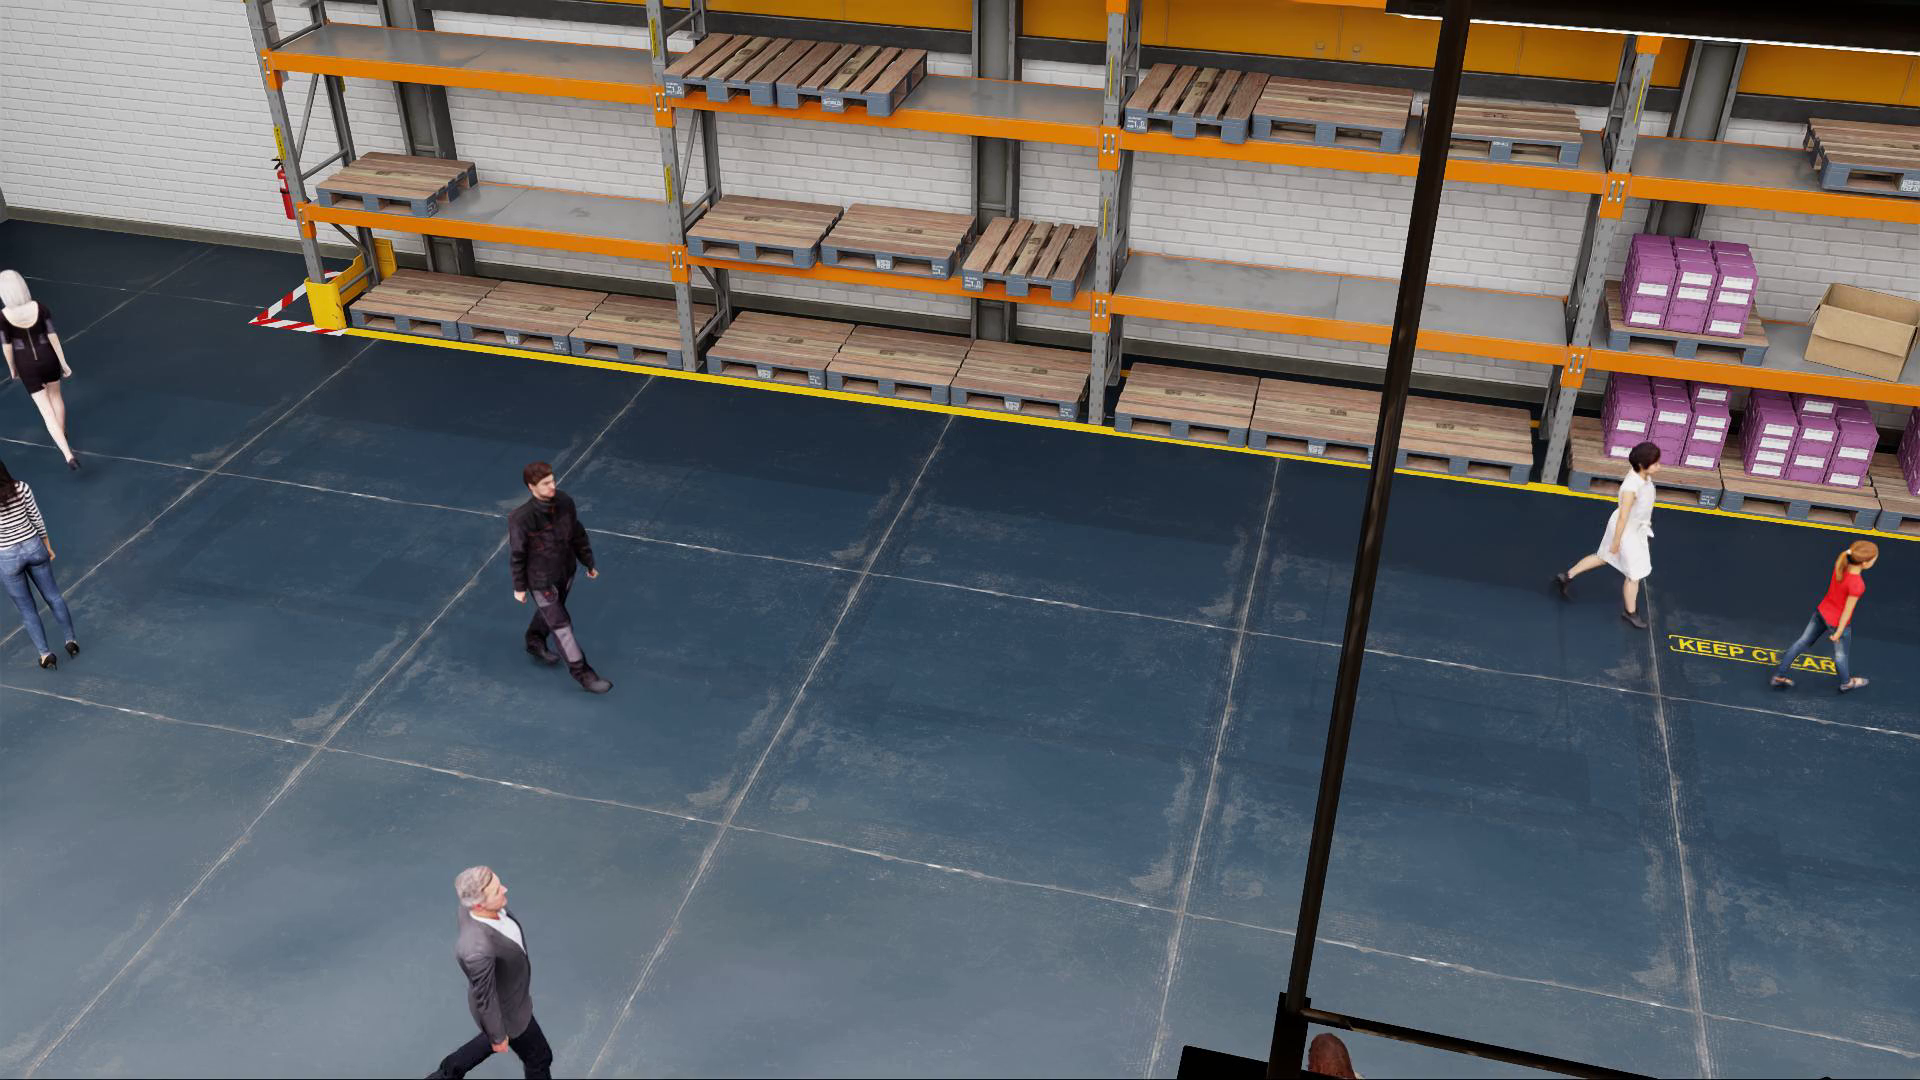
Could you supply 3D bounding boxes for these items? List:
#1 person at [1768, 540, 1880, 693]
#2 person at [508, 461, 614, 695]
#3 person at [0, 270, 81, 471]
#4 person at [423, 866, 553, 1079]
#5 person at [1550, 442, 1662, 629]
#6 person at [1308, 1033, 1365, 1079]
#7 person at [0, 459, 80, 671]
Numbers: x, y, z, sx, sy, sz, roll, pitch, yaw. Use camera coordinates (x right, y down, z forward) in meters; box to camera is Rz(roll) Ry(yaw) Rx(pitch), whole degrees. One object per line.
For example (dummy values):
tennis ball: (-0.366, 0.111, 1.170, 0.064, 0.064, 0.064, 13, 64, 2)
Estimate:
person: (6.060, 0.556, 11.683, 0.964, 1.276, 0.707, -4, 34, -6)
person: (-2.952, 0.225, 11.708, 1.225, 1.800, 0.941, 18, 38, 25)
person: (-7.829, -1.405, 14.174, 1.036, 1.785, 1.224, -25, 41, -32)
person: (-2.409, 2.359, 8.482, 1.220, 1.817, 1.049, -8, 34, -12)
person: (4.889, -0.069, 12.399, 1.027, 1.525, 0.663, 14, 36, 20)
person: (1.741, 2.965, 7.891, 0.728, 1.463, 0.789, -18, 38, -25)
person: (-6.675, 0.144, 11.833, 0.622, 1.797, 0.641, 26, 41, 33)
